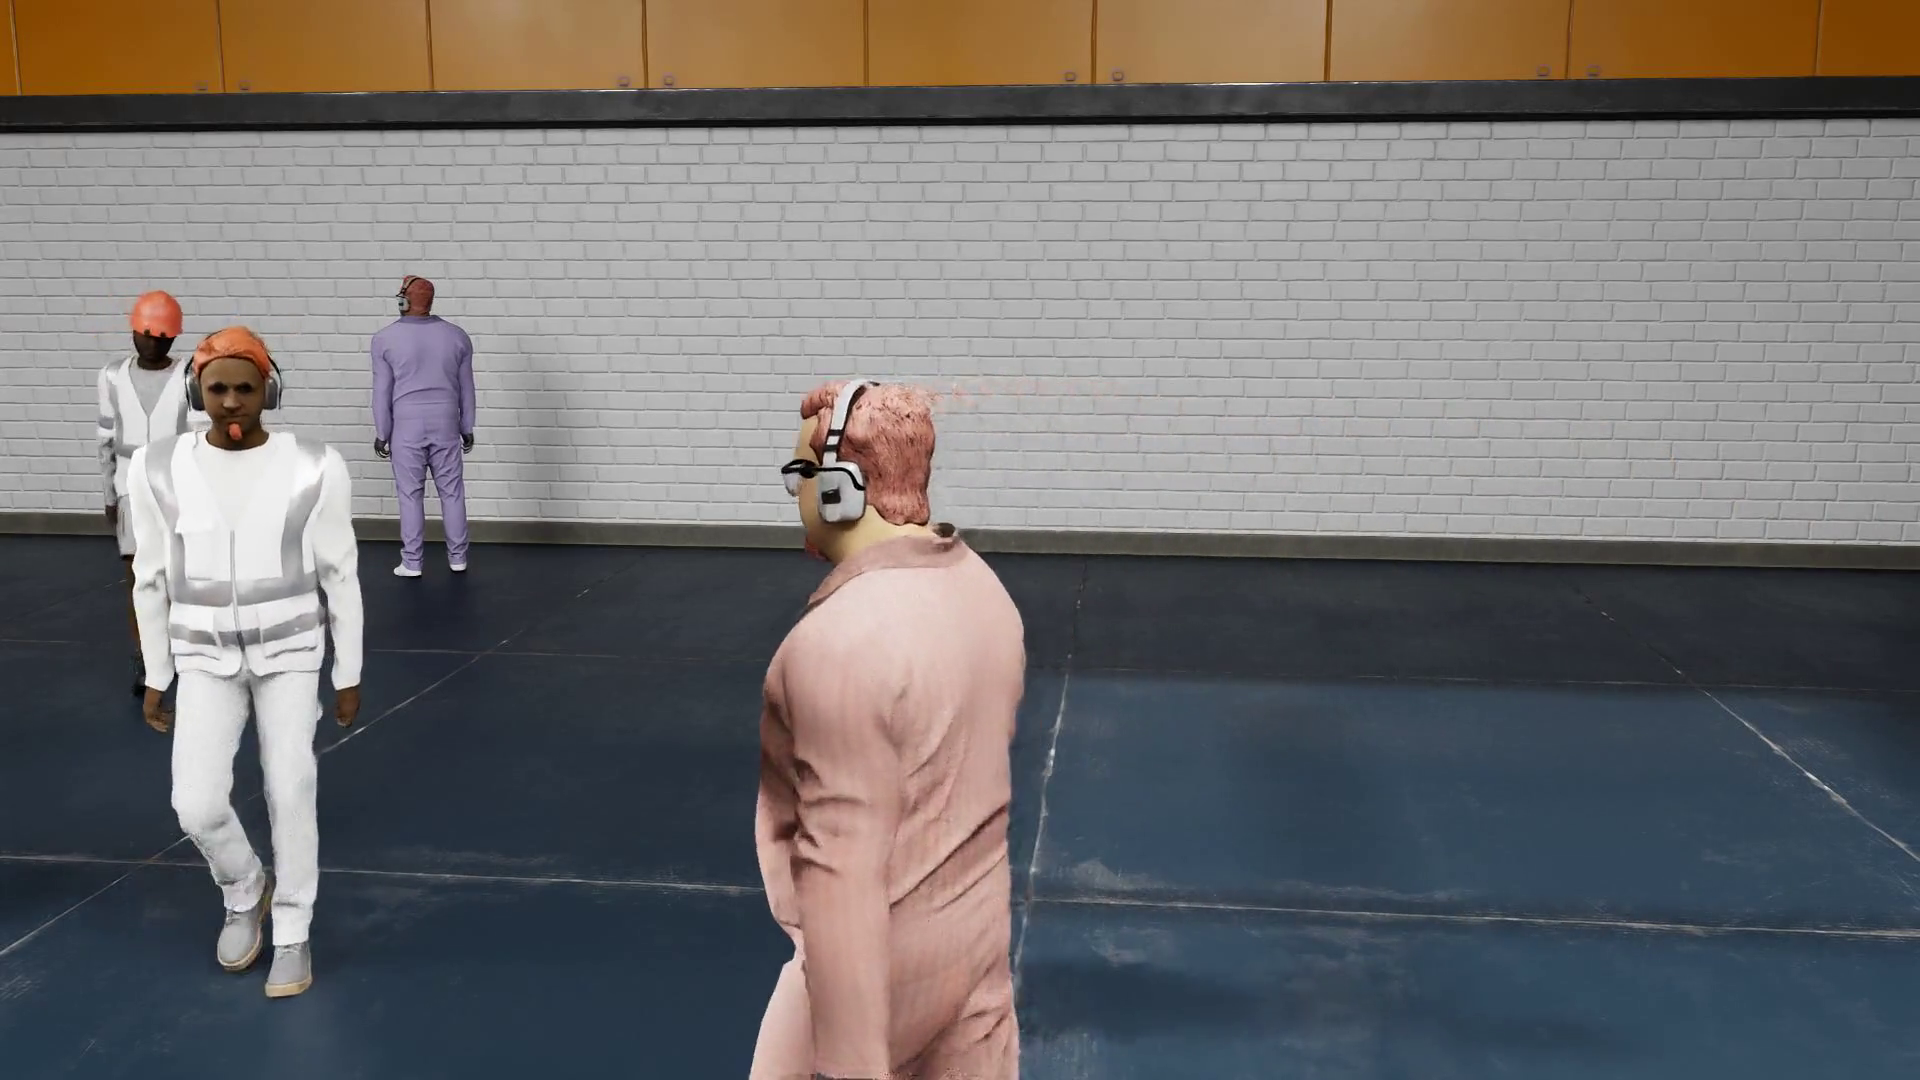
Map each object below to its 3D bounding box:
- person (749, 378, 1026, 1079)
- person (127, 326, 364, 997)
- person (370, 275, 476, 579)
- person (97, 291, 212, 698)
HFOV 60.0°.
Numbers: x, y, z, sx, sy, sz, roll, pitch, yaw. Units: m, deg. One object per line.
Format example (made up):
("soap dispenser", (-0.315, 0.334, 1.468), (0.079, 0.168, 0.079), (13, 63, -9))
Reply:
("person", (-0.218, 0.669, 2.766), (0.940, 1.862, 0.681), (5, 11, 26))
("person", (-1.946, 0.351, 4.582), (0.595, 1.868, 0.407), (-3, 10, -14))
("person", (-3.403, -0.712, 10.557), (0.651, 1.913, 0.410), (-7, 12, -34))
("person", (-3.764, -0.220, 7.816), (0.567, 1.879, 0.918), (-2, 10, -10))
